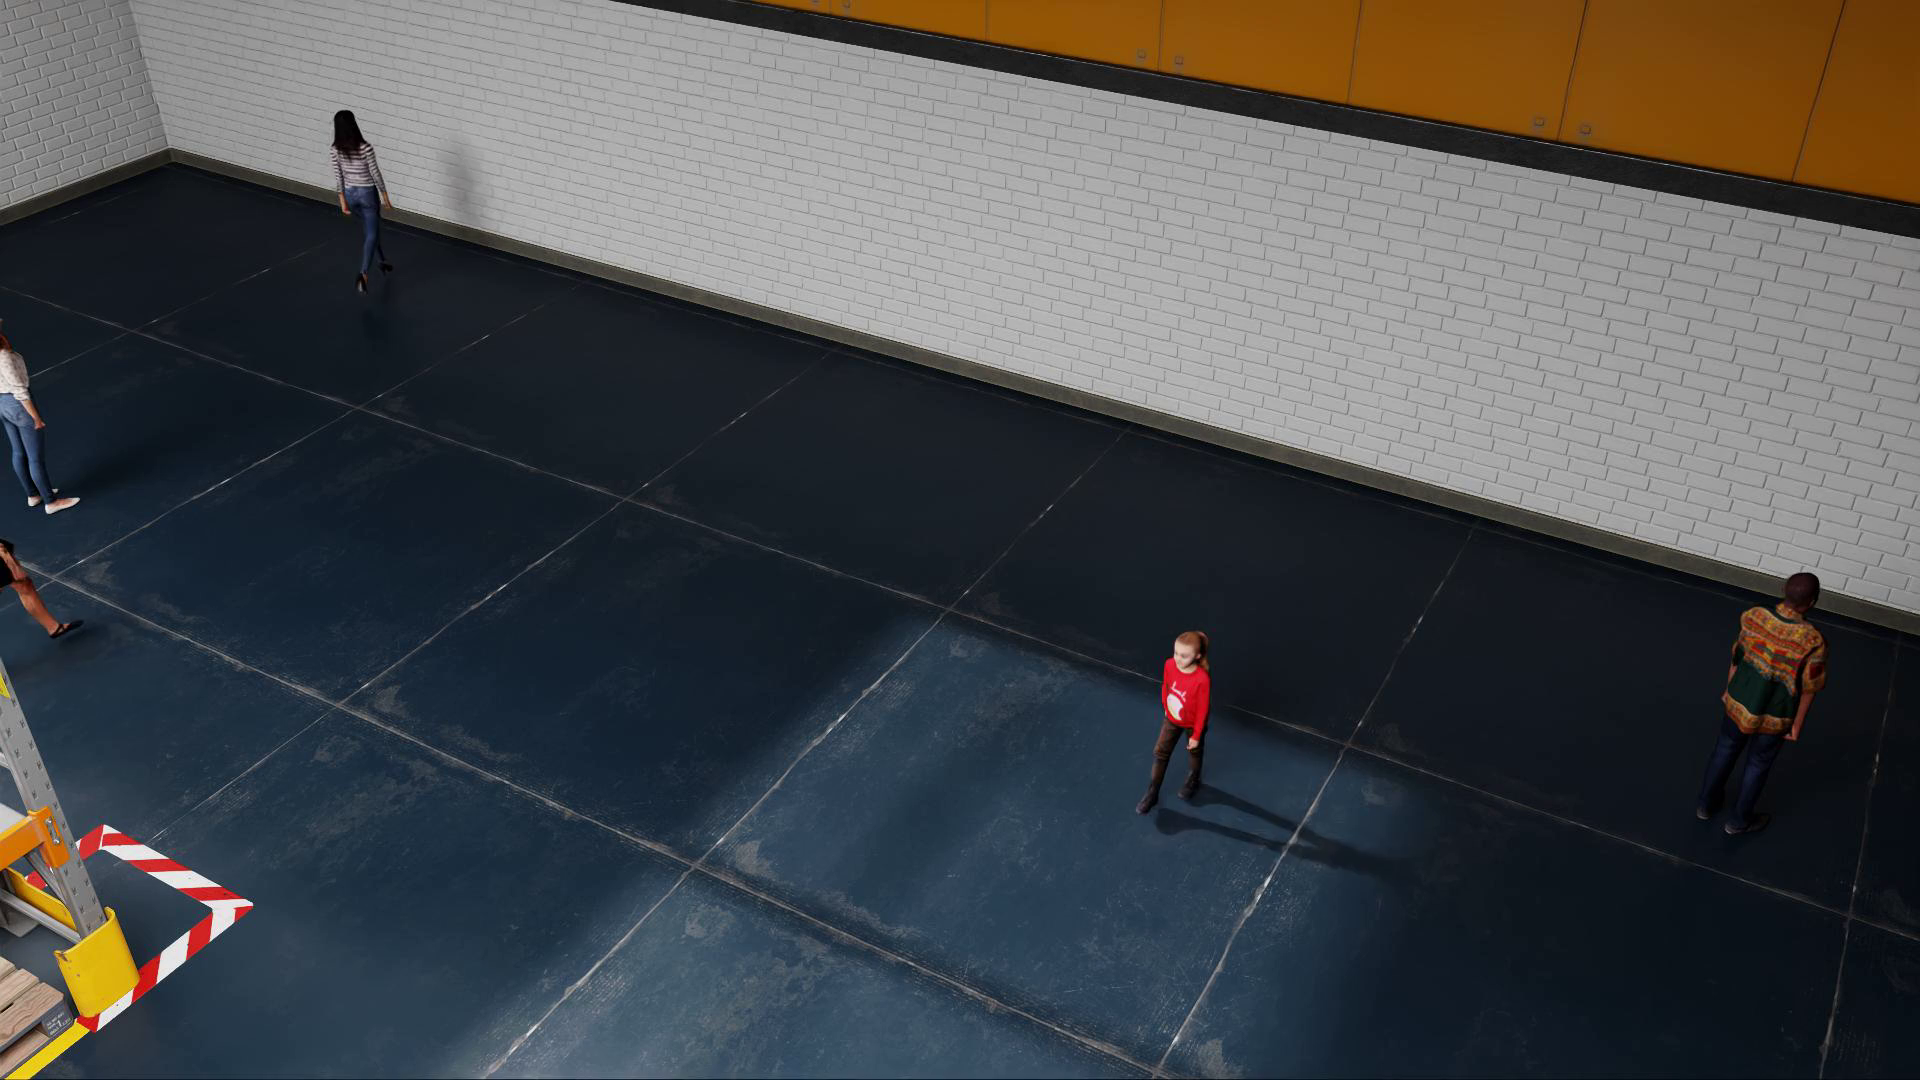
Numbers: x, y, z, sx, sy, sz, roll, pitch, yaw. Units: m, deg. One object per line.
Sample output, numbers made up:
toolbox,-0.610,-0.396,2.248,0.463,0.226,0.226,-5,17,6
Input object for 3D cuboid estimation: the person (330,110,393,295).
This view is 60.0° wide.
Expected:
person,-5.785,-3.225,16.074,0.924,1.761,1.191,3,34,4

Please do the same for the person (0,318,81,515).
person,-7.256,-1.005,12.764,0.578,1.727,0.506,20,38,27

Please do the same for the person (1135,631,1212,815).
person,1.409,1.052,10.091,0.524,1.260,0.778,19,38,26

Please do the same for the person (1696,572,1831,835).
person,4.698,0.953,9.747,0.794,1.806,0.797,-24,40,-31
